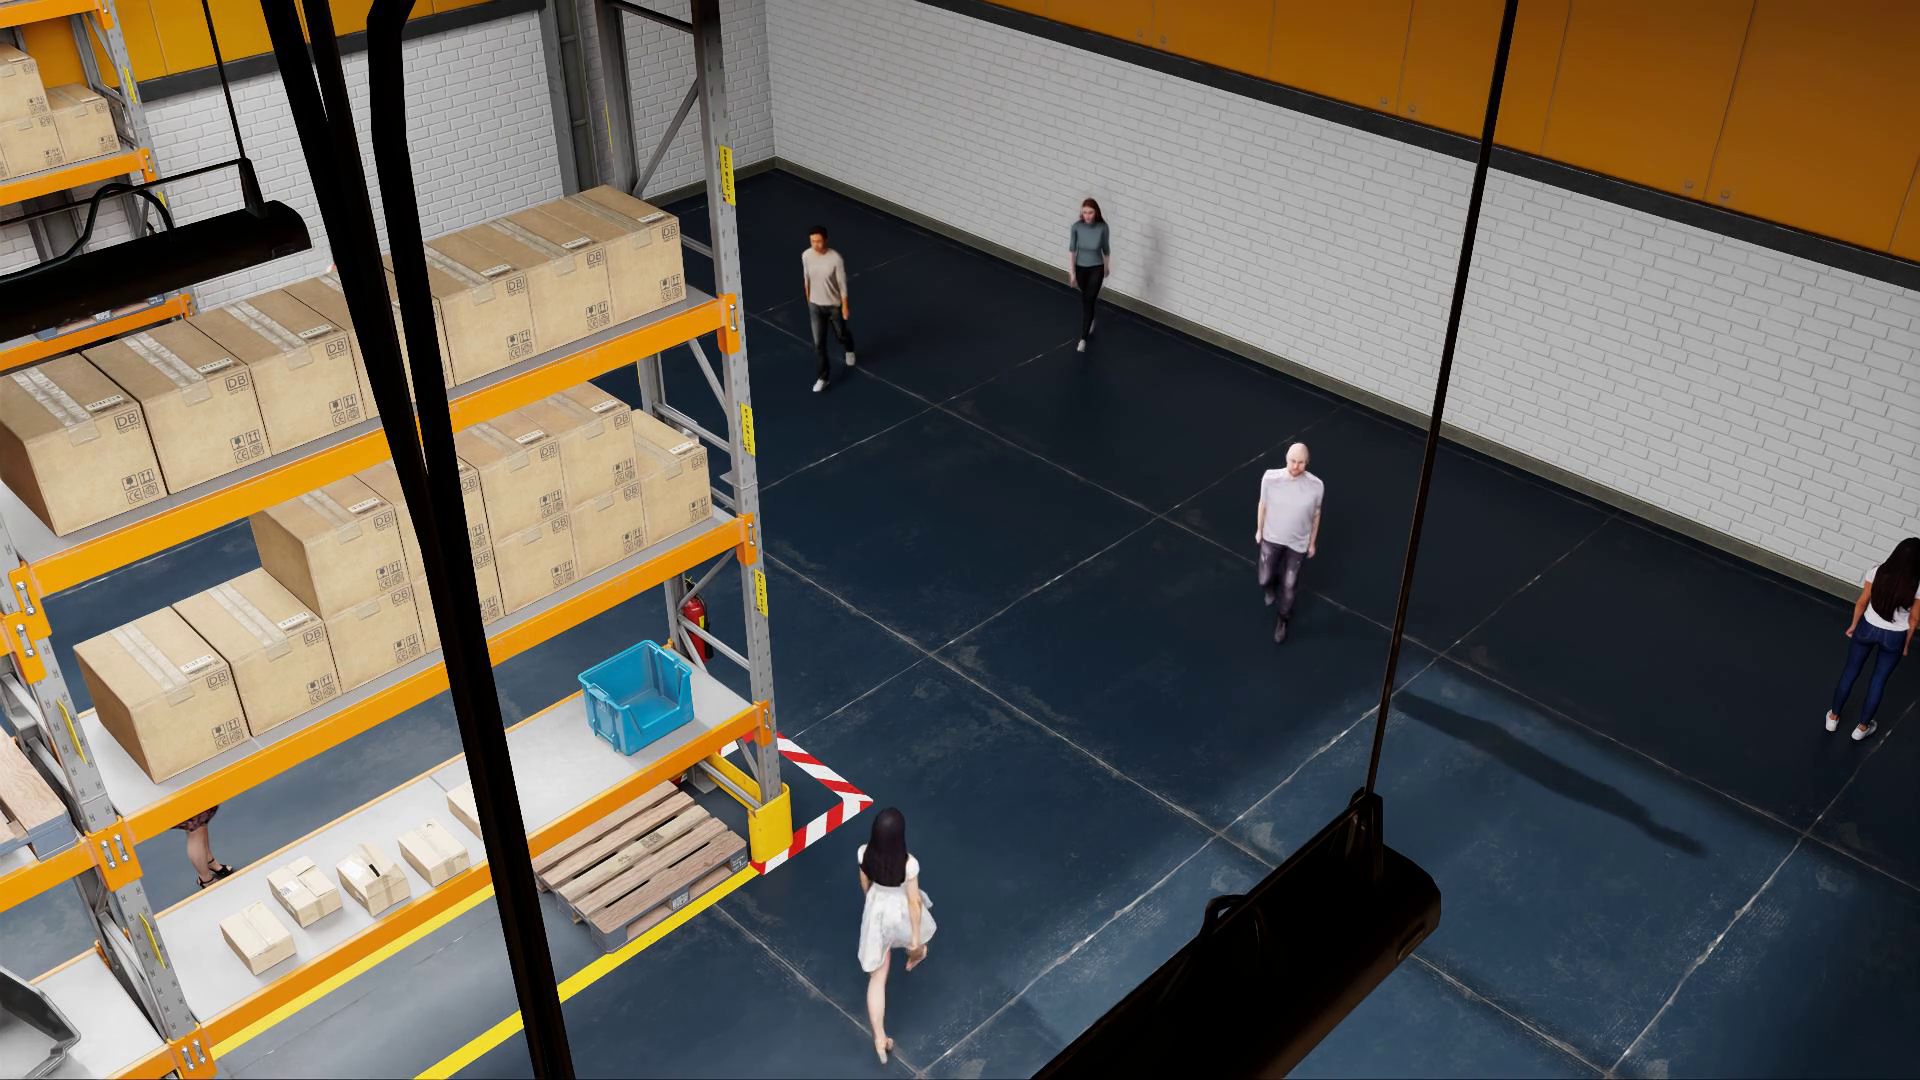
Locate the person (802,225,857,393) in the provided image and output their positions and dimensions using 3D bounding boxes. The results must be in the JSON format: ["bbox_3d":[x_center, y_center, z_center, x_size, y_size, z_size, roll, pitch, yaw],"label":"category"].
[{"bbox_3d":[-1.346,-2.502,17.371,1.036,1.772,1.270,9,35,13],"label":"person"}]

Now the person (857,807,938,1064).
[{"bbox_3d":[-0.446,2.394,10.049,0.965,1.722,1.253,10,35,15],"label":"person"}]

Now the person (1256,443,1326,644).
[{"bbox_3d":[2.704,-0.049,13.643,0.884,1.814,1.001,10,35,14],"label":"person"}]

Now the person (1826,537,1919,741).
[{"bbox_3d":[6.911,0.734,12.500,0.602,1.775,0.525,26,41,33],"label":"person"}]

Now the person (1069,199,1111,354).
[{"bbox_3d":[1.414,-2.928,18.098,0.987,1.676,1.219,7,34,11],"label":"person"}]
